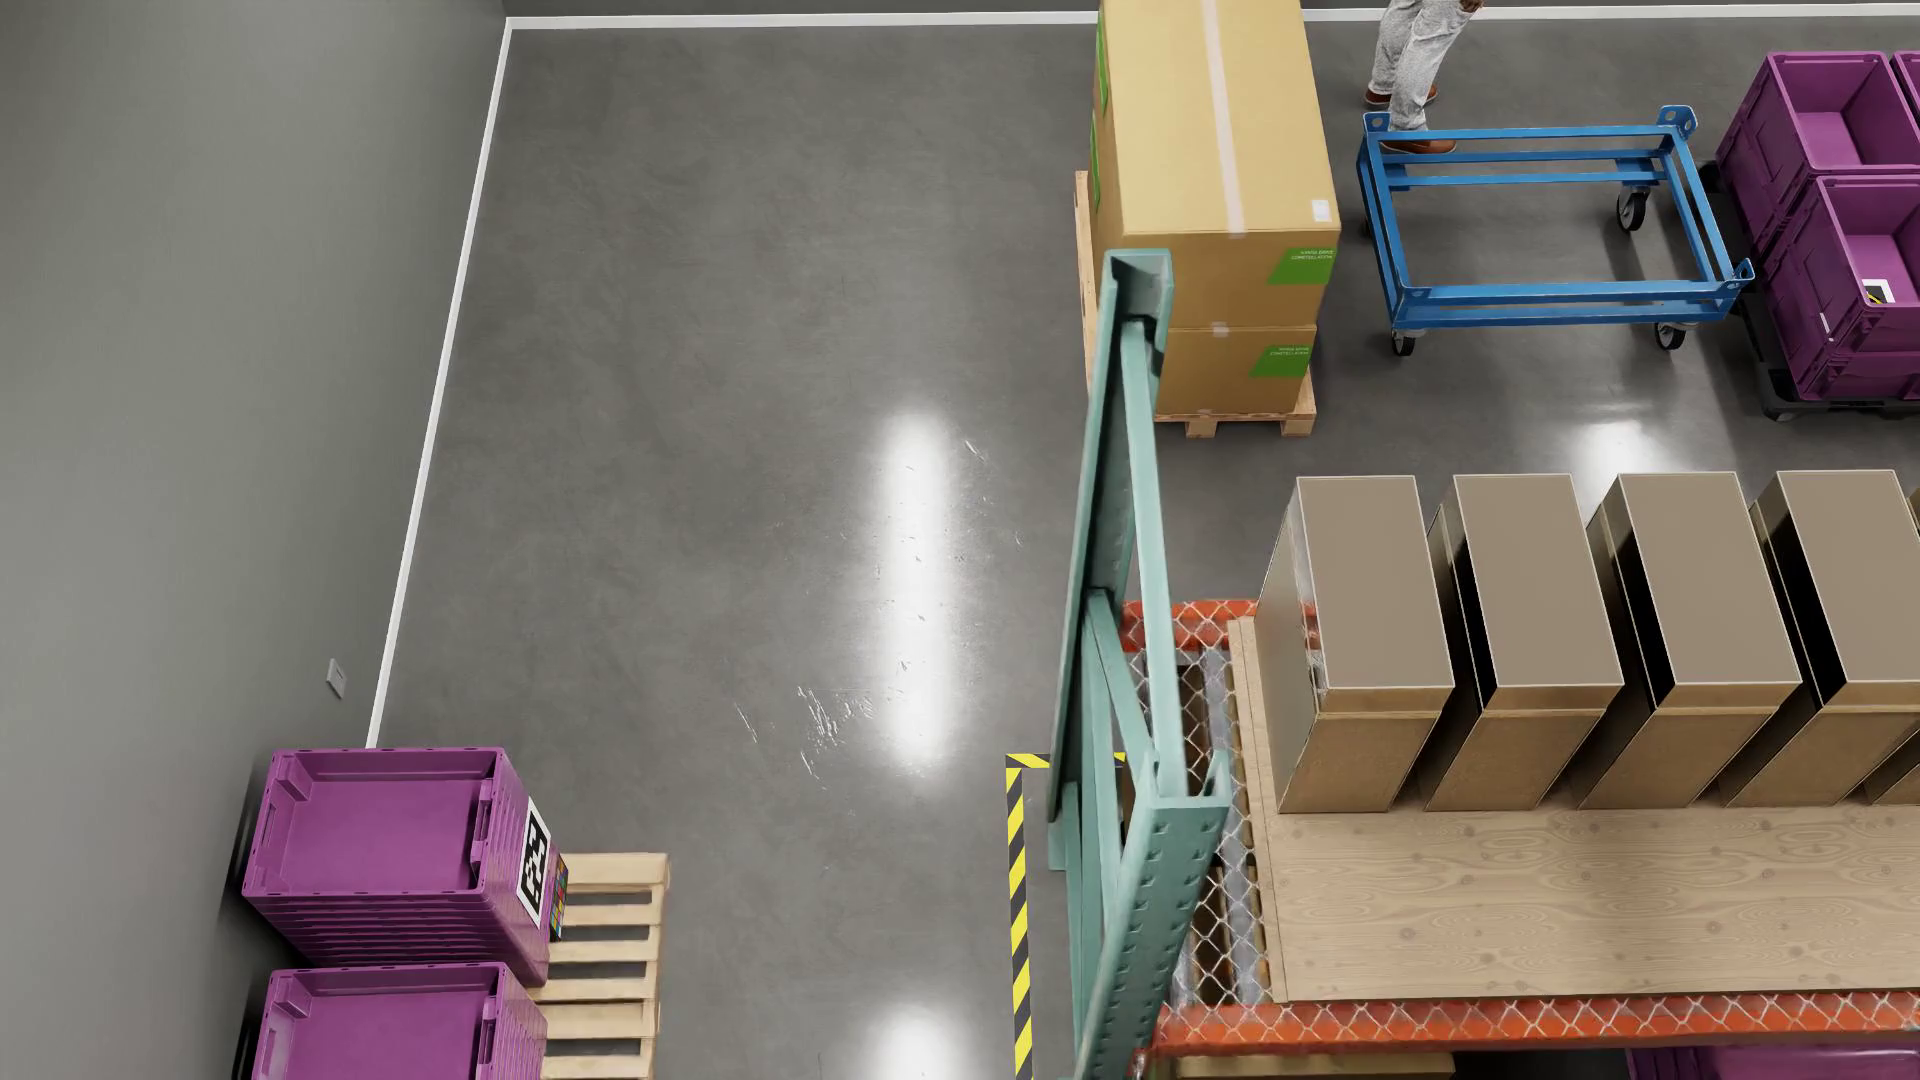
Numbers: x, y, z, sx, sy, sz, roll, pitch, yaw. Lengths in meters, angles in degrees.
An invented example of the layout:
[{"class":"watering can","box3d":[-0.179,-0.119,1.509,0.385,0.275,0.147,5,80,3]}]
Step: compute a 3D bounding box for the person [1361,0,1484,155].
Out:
[{"class":"person","box3d":[1.831,-2.239,6.075,0.355,1.938,0.637,-3,58,-2]}]
